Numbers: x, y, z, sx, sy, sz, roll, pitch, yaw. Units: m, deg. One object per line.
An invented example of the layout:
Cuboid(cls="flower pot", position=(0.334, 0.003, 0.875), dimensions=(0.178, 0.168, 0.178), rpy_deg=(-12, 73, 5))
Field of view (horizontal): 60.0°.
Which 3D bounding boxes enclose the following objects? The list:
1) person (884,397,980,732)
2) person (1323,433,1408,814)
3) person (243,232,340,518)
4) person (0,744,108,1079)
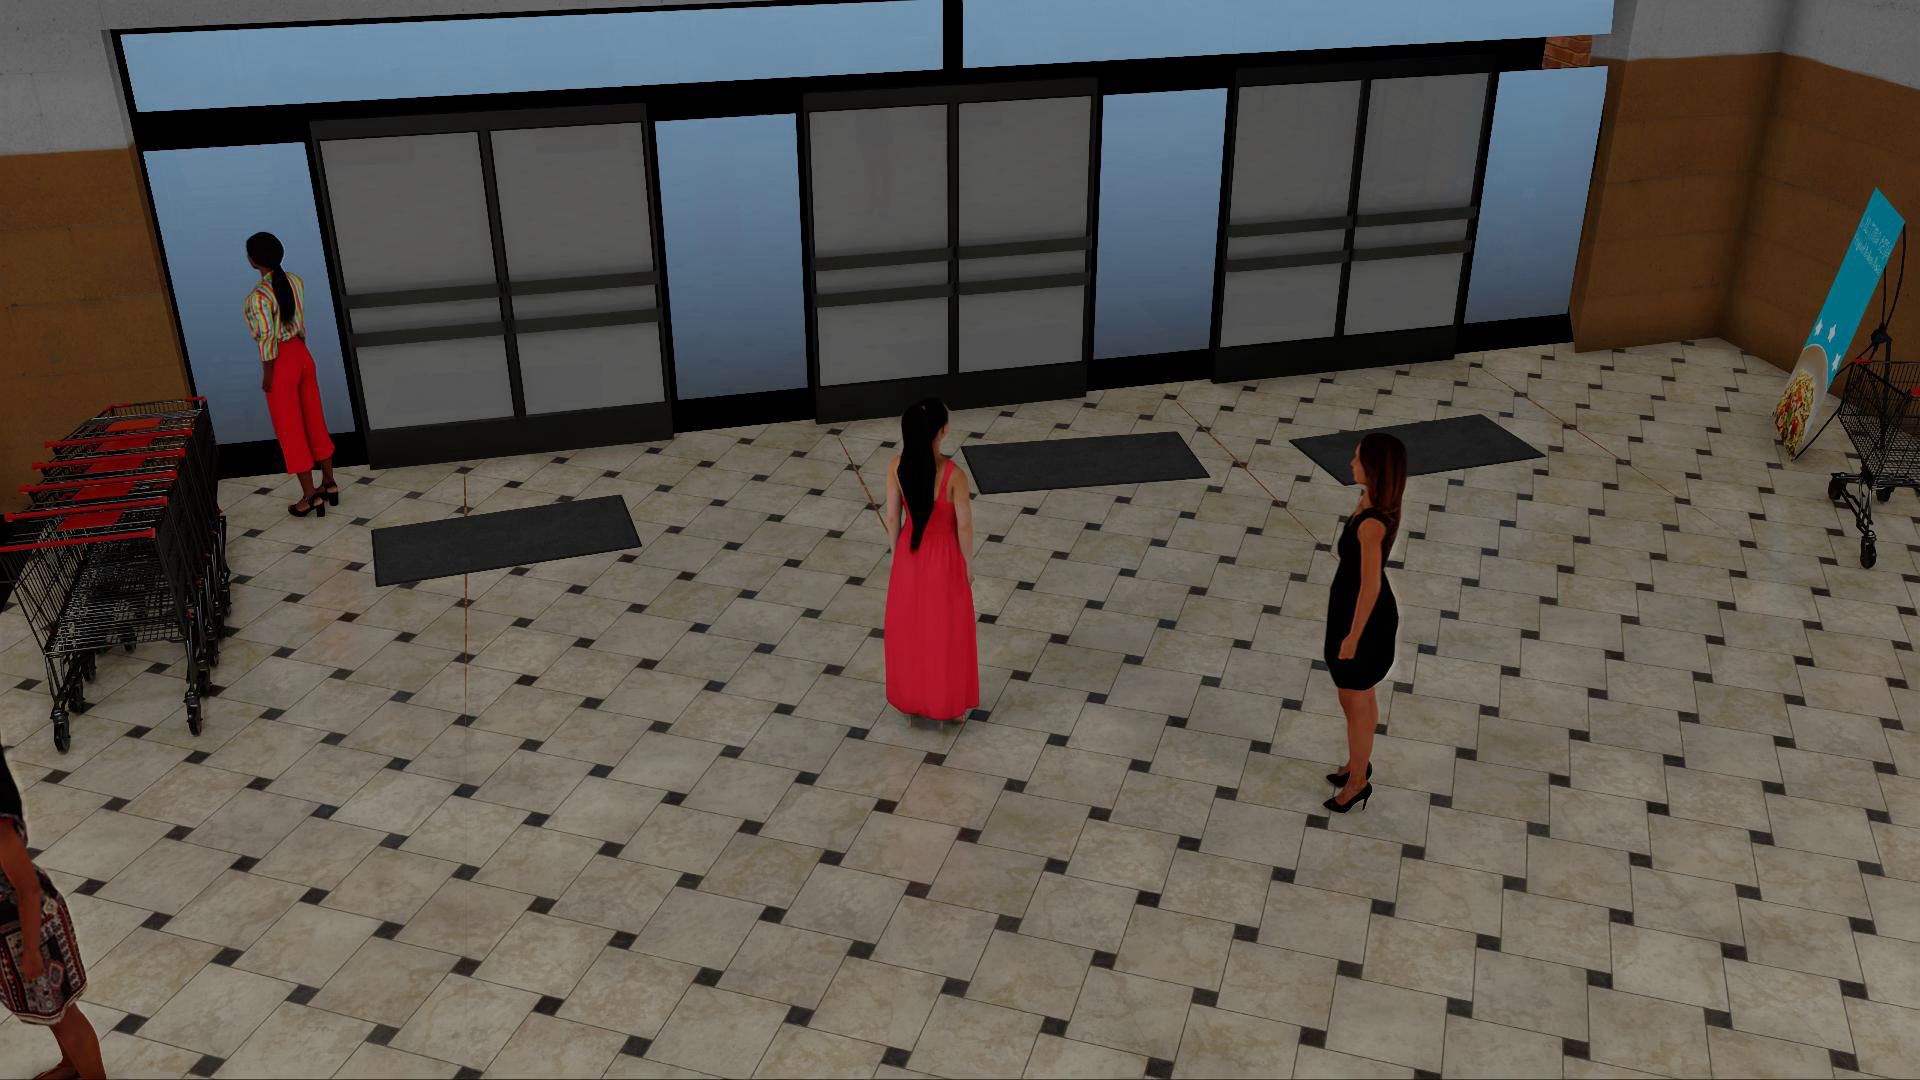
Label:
Cuboid(cls="person", position=(-0.147, 0.129, 7.945), dimensions=(0.717, 1.725, 0.752), rpy_deg=(10, 28, 19))
Cuboid(cls="person", position=(1.765, 0.388, 7.315), dimensions=(0.729, 1.834, 0.633), rpy_deg=(8, 28, 16))
Cuboid(cls="person", position=(-4.070, -0.996, 10.089), dimensions=(0.735, 1.793, 0.629), rpy_deg=(7, 28, 14))
Cuboid(cls="person", position=(-3.223, 1.310, 5.706), dimensions=(0.784, 1.645, 0.639), rpy_deg=(-23, 35, -37))
